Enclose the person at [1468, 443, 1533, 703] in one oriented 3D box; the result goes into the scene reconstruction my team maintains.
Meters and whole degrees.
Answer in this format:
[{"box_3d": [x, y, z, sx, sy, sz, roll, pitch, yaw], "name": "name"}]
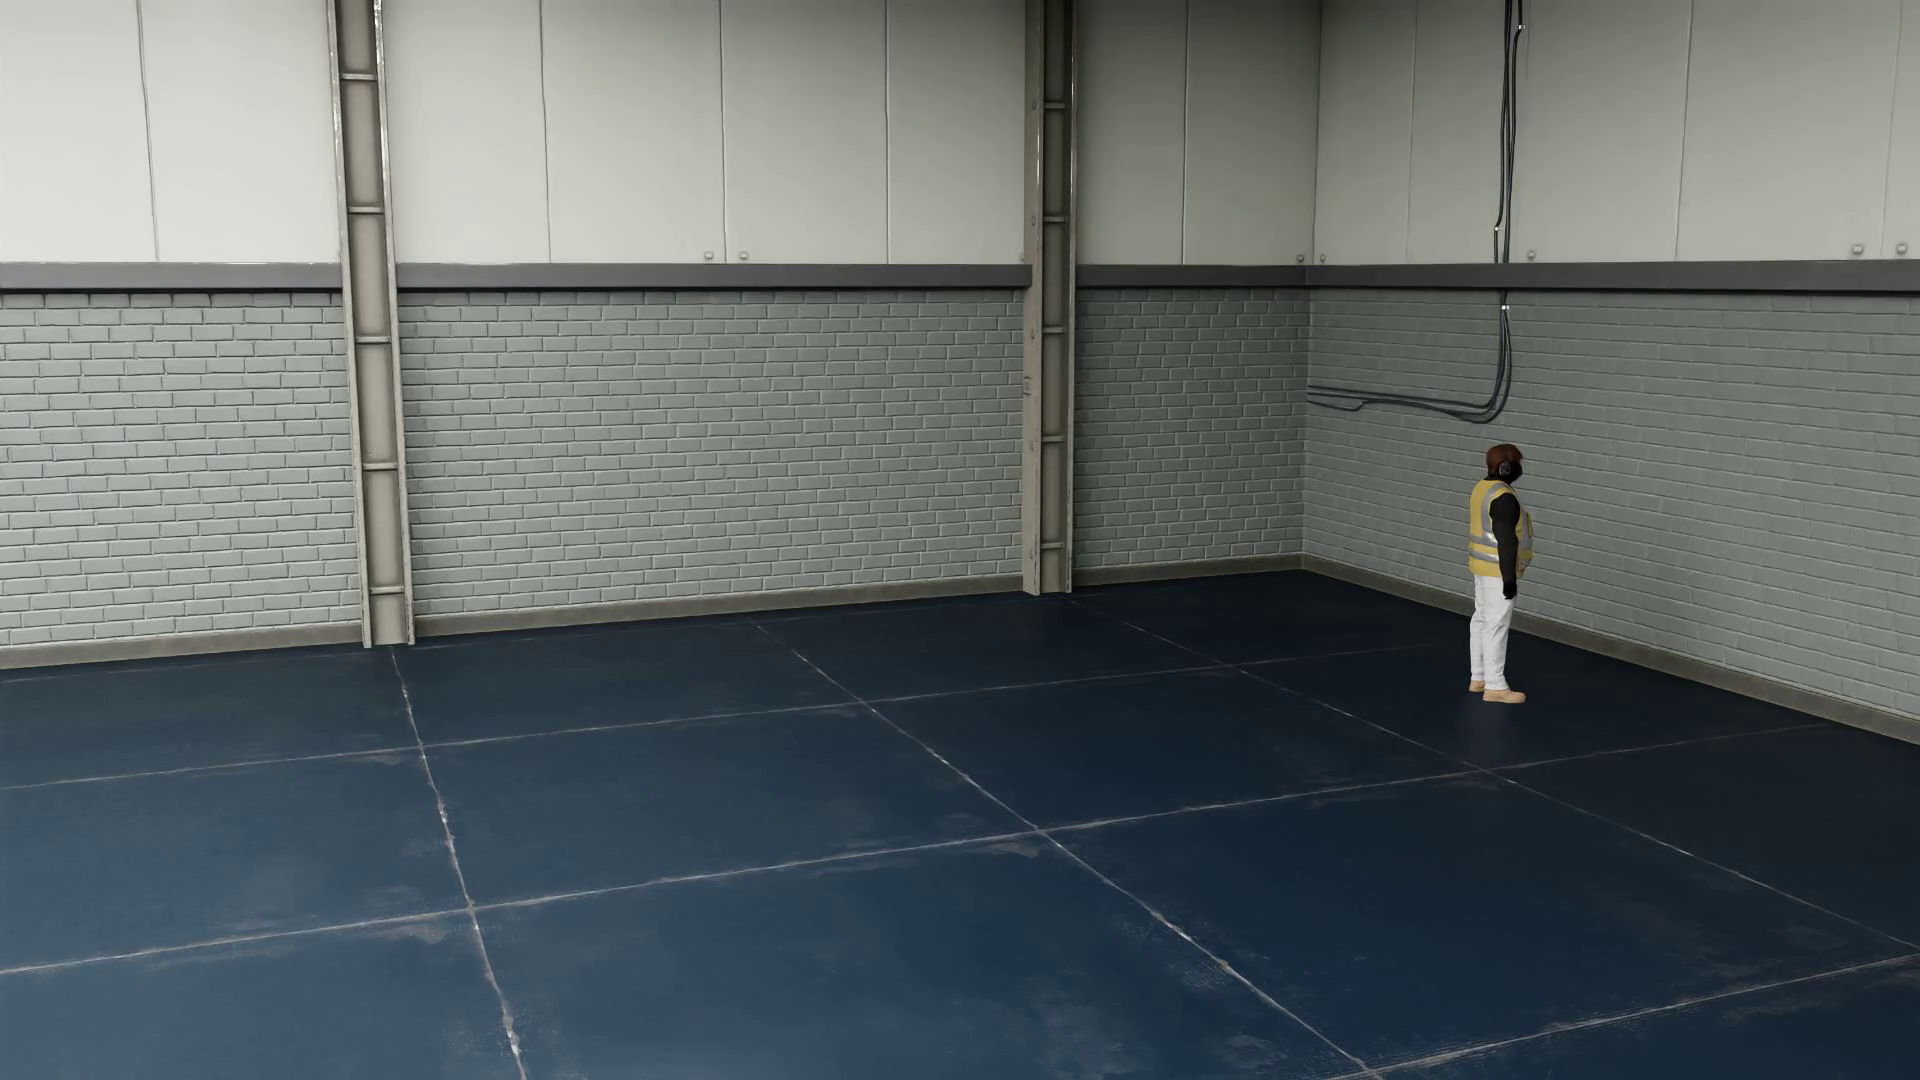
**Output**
[{"box_3d": [3.862, 0.228, 11.903, 0.429, 1.846, 0.626, 0, 9, 0], "name": "person"}]
